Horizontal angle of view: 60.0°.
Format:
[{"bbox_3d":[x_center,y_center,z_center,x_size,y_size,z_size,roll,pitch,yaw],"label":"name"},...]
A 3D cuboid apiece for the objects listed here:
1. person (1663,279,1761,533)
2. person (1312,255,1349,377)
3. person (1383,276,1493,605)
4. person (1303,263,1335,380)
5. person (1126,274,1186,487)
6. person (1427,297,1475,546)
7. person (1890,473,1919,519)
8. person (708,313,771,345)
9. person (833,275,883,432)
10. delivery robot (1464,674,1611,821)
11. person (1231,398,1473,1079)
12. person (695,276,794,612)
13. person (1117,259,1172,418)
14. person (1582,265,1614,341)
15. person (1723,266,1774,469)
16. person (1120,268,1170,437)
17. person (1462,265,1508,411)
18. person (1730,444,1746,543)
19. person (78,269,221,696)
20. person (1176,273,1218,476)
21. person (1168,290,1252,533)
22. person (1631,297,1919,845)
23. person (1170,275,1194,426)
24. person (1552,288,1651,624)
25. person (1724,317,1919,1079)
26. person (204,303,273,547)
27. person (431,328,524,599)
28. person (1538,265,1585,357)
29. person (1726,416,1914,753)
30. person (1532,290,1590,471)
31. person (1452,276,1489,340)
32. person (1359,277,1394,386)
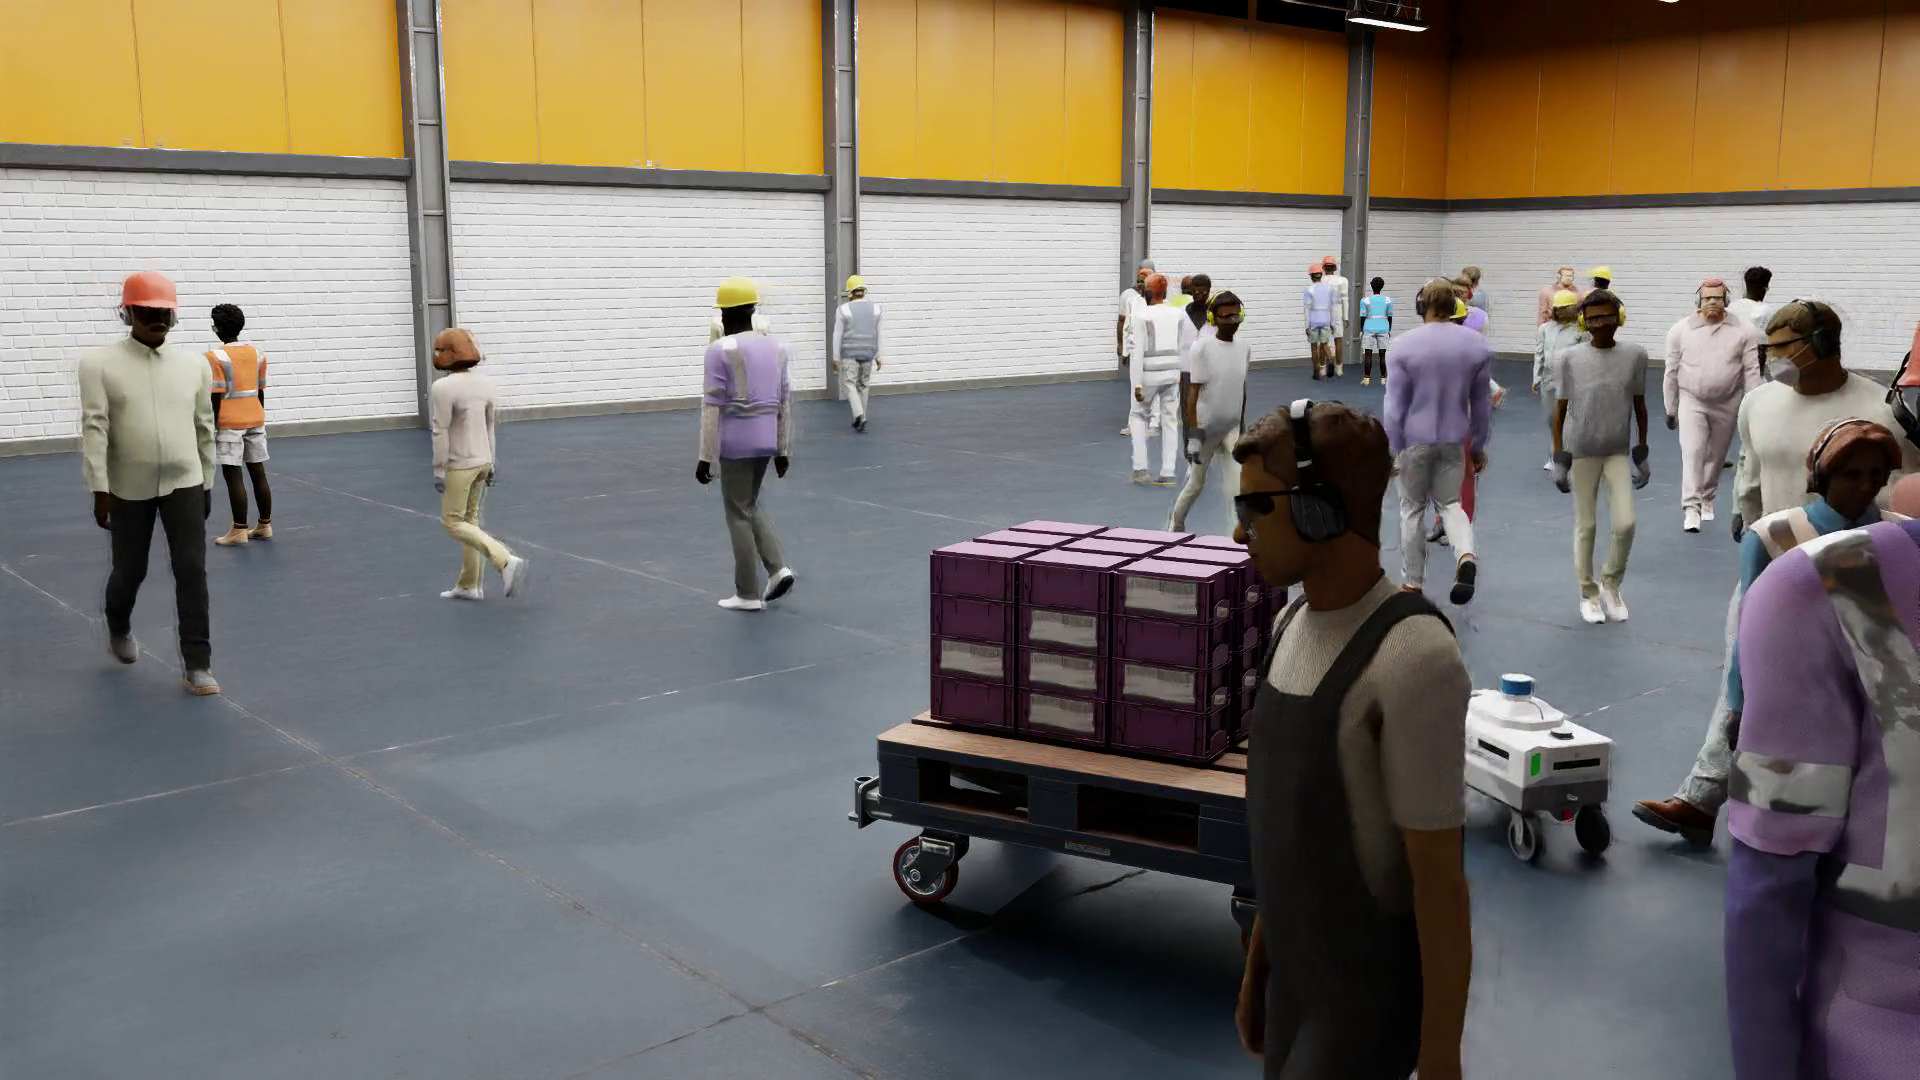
[{"bbox_3d":[5.618,-1.022,12.469,0.645,1.866,0.985,3,10,16],"label":"person"},{"bbox_3d":[6.202,-3.750,27.919,0.647,2.033,0.420,3,10,18],"label":"person"},{"bbox_3d":[2.744,-0.543,9.512,0.636,1.917,0.749,-1,10,-7],"label":"person"},{"bbox_3d":[5.852,-3.546,27.071,0.579,1.913,0.585,-1,10,-8],"label":"person"},{"bbox_3d":[1.706,-1.405,14.672,0.570,1.861,0.634,-4,11,-24],"label":"person"},{"bbox_3d":[3.436,-0.821,11.595,0.425,1.744,0.543,-5,11,-26],"label":"person"},{"bbox_3d":[2.821,0.374,4.633,0.540,1.736,0.693,7,12,37],"label":"person"},{"bbox_3d":[-2.117,-1.591,16.028,0.603,1.791,0.949,-4,10,-20],"label":"person"},{"bbox_3d":[-1.178,-2.146,19.188,0.605,1.811,0.731,-4,11,-24],"label":"person"},{"bbox_3d":[1.941,0.714,5.830,0.477,0.478,0.707,-3,10,-16],"label":"delivery robot"},{"bbox_3d":[0.545,0.699,2.508,0.403,1.809,0.566,-2,10,-10],"label":"person"},{"bbox_3d":[-1.241,-0.536,9.475,0.408,1.912,0.595,6,12,33],"label":"person"},{"bbox_3d":[2.311,-2.544,20.832,0.684,2.000,0.986,-1,10,-8],"label":"person"},{"bbox_3d":[8.797,-2.883,23.236,0.696,1.900,0.587,1,10,7],"label":"person"},{"bbox_3d":[7.507,-1.622,15.790,0.942,1.918,0.611,-5,11,-29],"label":"person"},{"bbox_3d":[2.077,-2.103,18.715,0.576,1.882,0.355,7,12,36],"label":"person"},{"bbox_3d":[6.579,-2.552,21.252,0.825,1.919,0.638,1,10,9],"label":"person"},{"bbox_3d":[3.909,-0.096,7.797,0.546,1.592,0.842,6,11,31],"label":"person"},{"bbox_3d":[-3.798,-0.280,7.798,0.617,1.973,0.835,-8,13,-40],"label":"person"},{"bbox_3d":[2.250,-1.551,15.529,0.601,1.881,0.720,2,10,11],"label":"person"},{"bbox_3d":[1.651,-0.714,10.810,0.566,1.814,1.005,-5,11,-29],"label":"person"},{"bbox_3d":[2.858,0.143,5.583,0.910,1.875,0.706,-7,12,-34],"label":"person"},{"bbox_3d":[2.768,-2.257,19.894,0.978,1.788,0.629,-6,11,-31],"label":"person"},{"bbox_3d":[3.520,-0.450,9.128,0.541,1.848,0.423,1,10,9],"label":"person"},{"bbox_3d":[1.261,0.652,2.111,0.605,2.045,0.378,-2,10,-11],"label":"person"},{"bbox_3d":[-5.065,-0.802,11.646,0.316,1.694,0.542,3,10,19],"label":"person"},{"bbox_3d":[-2.809,-0.417,9.639,0.585,1.620,0.504,3,10,18],"label":"person"},{"bbox_3d":[8.624,-2.984,23.853,0.660,1.887,0.498,2,10,11],"label":"person"},{"bbox_3d":[2.363,0.450,4.577,0.536,1.608,0.761,0,10,2],"label":"person"},{"bbox_3d":[5.780,-1.547,15.960,0.480,1.712,0.834,8,12,38],"label":"person"},{"bbox_3d":[4.786,-1.621,16.031,0.577,1.831,0.565,6,11,31],"label":"person"},{"bbox_3d":[6.504,-3.257,26.017,0.535,1.697,0.318,0,10,1],"label":"person"}]
